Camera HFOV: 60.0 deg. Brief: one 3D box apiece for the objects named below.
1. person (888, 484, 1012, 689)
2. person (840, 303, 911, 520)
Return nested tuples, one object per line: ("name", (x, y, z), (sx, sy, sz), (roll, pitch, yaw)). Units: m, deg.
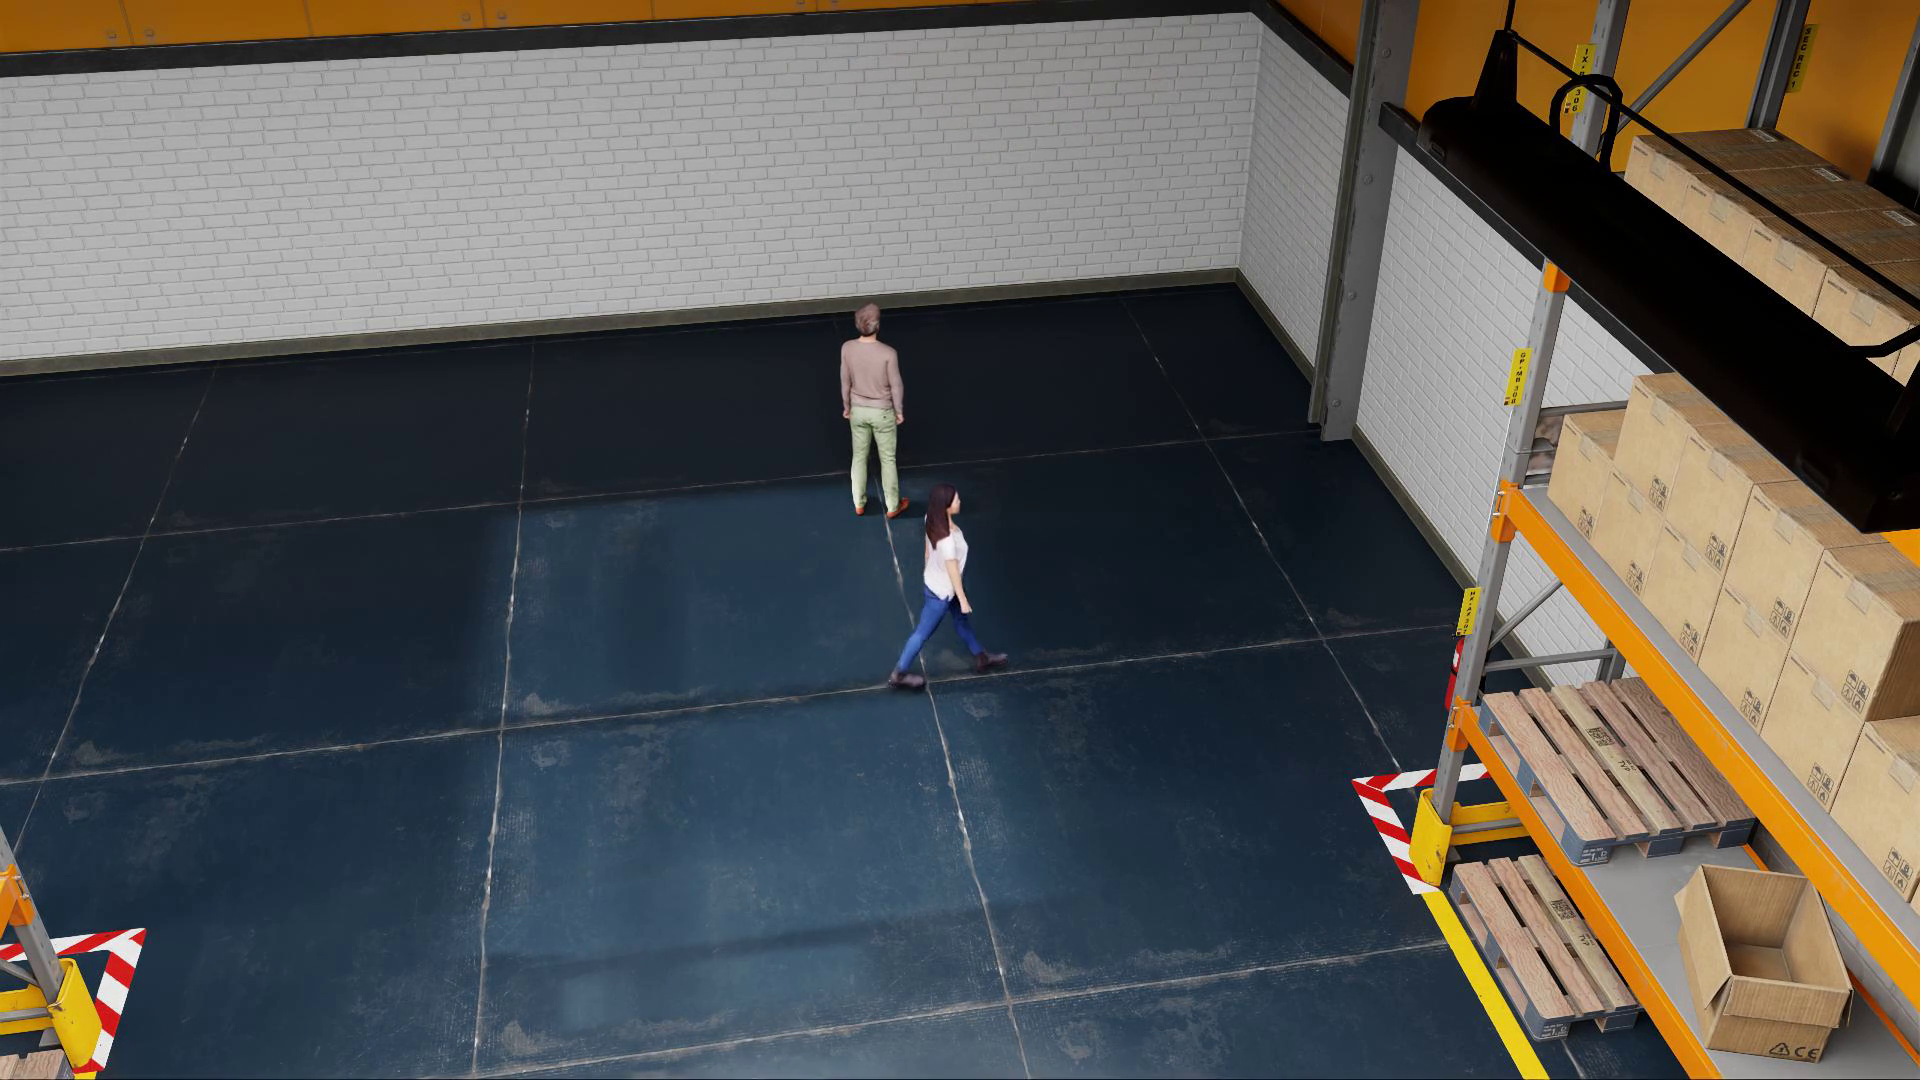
("person", (-0.208, 0.382, 11.503), (0.718, 1.636, 1.071), (-7, 34, -11))
("person", (-0.705, -1.026, 13.403), (0.766, 1.876, 0.751), (8, 34, 12))
